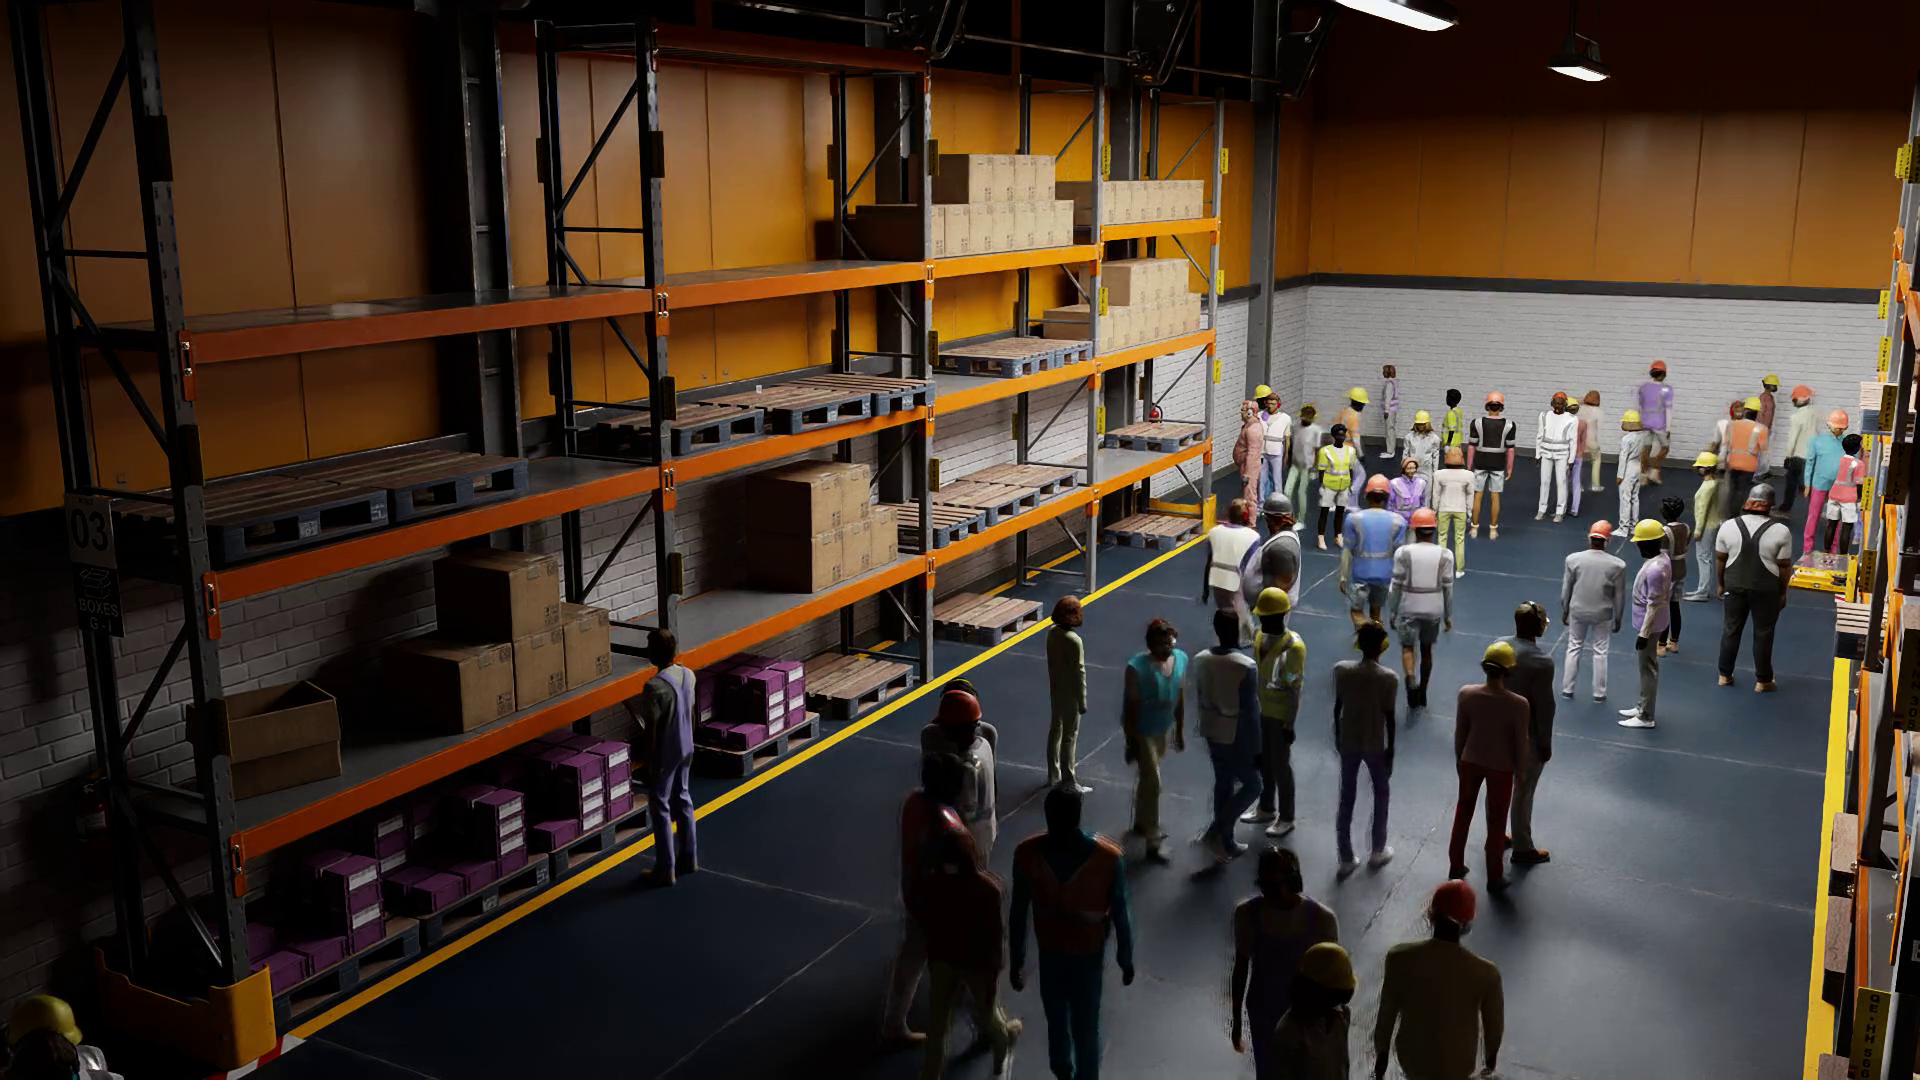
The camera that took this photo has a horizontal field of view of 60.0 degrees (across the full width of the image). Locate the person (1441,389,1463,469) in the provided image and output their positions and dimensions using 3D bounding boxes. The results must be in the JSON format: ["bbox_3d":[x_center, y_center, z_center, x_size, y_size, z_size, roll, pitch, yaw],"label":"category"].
[{"bbox_3d":[7.516,-1.466,25.450,0.316,1.695,0.541,7,14,27],"label":"person"}]

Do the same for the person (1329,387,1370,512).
[{"bbox_3d":[5.691,-1.293,24.250,0.628,1.882,0.617,0,13,1],"label":"person"}]

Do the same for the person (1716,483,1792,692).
[{"bbox_3d":[7.709,0.439,16.144,0.672,2.000,0.536,11,17,40],"label":"person"}]

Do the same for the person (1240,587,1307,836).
[{"bbox_3d":[2.380,1.282,12.648,0.398,1.921,0.596,-5,14,-23],"label":"person"}]

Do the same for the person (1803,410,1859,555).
[{"bbox_3d":[11.139,-0.687,21.304,0.608,1.989,0.387,4,13,18],"label":"person"}]

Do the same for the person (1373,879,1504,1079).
[{"bbox_3d":[2.308,2.436,7.969,0.556,1.695,0.941,10,16,37],"label":"person"}]

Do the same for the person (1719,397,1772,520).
[{"bbox_3d":[10.915,-1.037,23.054,0.726,1.899,0.602,-9,15,-34],"label":"person"}]

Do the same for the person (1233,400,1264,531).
[{"bbox_3d":[3.922,-0.957,22.698,0.410,1.909,0.643,3,13,12],"label":"person"}]

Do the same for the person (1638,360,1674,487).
[{"bbox_3d":[11.033,-1.838,26.380,0.429,2.016,0.624,-9,16,-36],"label":"person"}]

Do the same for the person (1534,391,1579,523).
[{"bbox_3d":[8.527,-1.194,23.826,0.575,1.880,0.358,10,16,37],"label":"person"}]

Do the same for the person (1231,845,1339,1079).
[{"bbox_3d":[1.606,2.334,8.153,0.560,1.816,0.559,3,13,13],"label":"person"}]

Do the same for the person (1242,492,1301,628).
[{"bbox_3d":[2.916,0.552,15.640,0.539,2.000,0.689,2,13,11],"label":"person"}]

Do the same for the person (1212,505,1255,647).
[{"bbox_3d":[2.934,0.414,17.276,0.874,1.588,0.523,-7,14,-27],"label":"person"}]

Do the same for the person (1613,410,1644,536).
[{"bbox_3d":[9.198,-0.920,22.920,0.485,1.737,0.322,-11,16,-39],"label":"person"}]

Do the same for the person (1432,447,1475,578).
[{"bbox_3d":[6.078,-0.339,20.541,0.500,1.636,0.284,3,13,13],"label":"person"}]

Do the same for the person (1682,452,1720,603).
[{"bbox_3d":[8.676,-0.153,19.428,0.340,1.762,0.525,8,15,32],"label":"person"}]

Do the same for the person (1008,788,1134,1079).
[{"bbox_3d":[0.568,2.180,8.687,0.626,1.890,0.614,4,13,18],"label":"person"}]

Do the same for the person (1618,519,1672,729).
[{"bbox_3d":[6.194,0.753,15.014,0.380,1.919,0.585,6,14,25],"label":"person"}]

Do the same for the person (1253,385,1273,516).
[{"bbox_3d":[4.423,-1.304,24.224,0.379,1.918,0.585,4,13,16],"label":"person"}]

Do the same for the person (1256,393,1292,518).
[{"bbox_3d":[4.494,-1.215,24.017,0.559,1.836,0.394,7,15,30],"label":"person"}]

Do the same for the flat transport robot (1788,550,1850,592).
[{"bbox_3d":[10.652,0.374,20.430,0.652,0.197,1.431,9,15,34],"label":"flat transport robot"}]

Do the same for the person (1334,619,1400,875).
[{"bbox_3d":[2.922,1.468,11.991,0.517,1.838,0.706,8,15,31],"label":"person"}]

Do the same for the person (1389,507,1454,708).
[{"bbox_3d":[4.297,0.658,15.457,0.568,1.912,0.637,2,13,7],"label":"person"}]

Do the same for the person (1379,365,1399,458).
[{"bbox_3d":[7.516,-2.253,29.131,0.318,1.631,0.514,4,13,19],"label":"person"}]

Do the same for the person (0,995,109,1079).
[{"bbox_3d":[-3.608,2.664,6.670,0.403,1.825,0.591,6,14,26],"label":"person"}]

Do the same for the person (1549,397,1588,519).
[{"bbox_3d":[8.788,-1.181,24.037,0.524,1.759,0.328,-5,13,-20],"label":"person"}]

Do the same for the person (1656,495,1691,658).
[{"bbox_3d":[7.322,0.373,17.217,0.540,1.695,0.317,-9,16,-36],"label":"person"}]

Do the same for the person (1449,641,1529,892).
[{"bbox_3d":[3.727,1.575,11.710,0.525,1.759,0.359,11,17,42],"label":"person"}]

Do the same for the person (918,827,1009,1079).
[{"bbox_3d":[0.028,2.282,8.942,0.519,1.607,0.756,6,14,26],"label":"person"}]

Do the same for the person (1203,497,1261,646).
[{"bbox_3d":[2.627,0.502,16.417,0.582,1.808,0.726,10,16,37],"label":"person"}]

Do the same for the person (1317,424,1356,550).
[{"bbox_3d":[4.984,-0.708,22.055,0.536,1.696,0.322,-3,13,-14],"label":"person"}]

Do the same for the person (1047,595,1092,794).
[{"bbox_3d":[0.871,1.242,13.461,0.285,1.636,0.500,-6,14,-26],"label":"person"}]

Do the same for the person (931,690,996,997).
[{"bbox_3d":[0.021,1.839,10.135,0.385,1.929,0.543,3,13,11],"label":"person"}]

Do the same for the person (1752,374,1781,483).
[{"bbox_3d":[12.965,-1.793,26.785,0.342,1.759,0.527,12,17,43],"label":"person"}]

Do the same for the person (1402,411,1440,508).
[{"bbox_3d":[6.315,-0.909,22.852,0.492,1.742,0.319,4,13,19],"label":"person"}]

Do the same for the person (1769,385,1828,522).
[{"bbox_3d":[12.091,-1.228,23.782,0.619,1.972,0.841,-11,16,-39],"label":"person"}]

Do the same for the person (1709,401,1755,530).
[{"bbox_3d":[10.801,-1.048,23.297,0.576,1.823,0.597,-3,13,-13],"label":"person"}]

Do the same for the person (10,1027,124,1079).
[{"bbox_3d":[-3.421,2.720,6.381,0.429,1.842,0.632,12,17,42],"label":"person"}]

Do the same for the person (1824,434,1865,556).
[{"bbox_3d":[11.276,-0.513,21.183,0.316,1.696,0.541,-4,13,-19],"label":"person"}]

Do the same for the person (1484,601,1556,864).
[{"bbox_3d":[4.086,1.388,12.127,0.372,1.940,0.627,-6,14,-24],"label":"person"}]

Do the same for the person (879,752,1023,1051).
[{"bbox_3d":[-0.090,2.060,9.467,0.739,1.824,0.636,-5,14,-22],"label":"person"}]

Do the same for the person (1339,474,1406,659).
[{"bbox_3d":[4.105,0.351,16.568,0.628,2.012,0.675,1,13,3],"label":"person"}]

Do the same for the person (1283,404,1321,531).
[{"bbox_3d":[4.652,-0.979,22.991,0.606,1.818,0.756,12,17,42],"label":"person"}]

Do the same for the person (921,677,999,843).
[{"bbox_3d":[-0.006,1.766,10.612,0.507,1.863,0.329,0,13,-1],"label":"person"}]

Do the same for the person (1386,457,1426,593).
[{"bbox_3d":[5.307,-0.186,19.843,0.515,1.641,0.314,-3,13,-15],"label":"person"}]

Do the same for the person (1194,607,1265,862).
[{"bbox_3d":[1.946,1.430,12.025,0.529,1.900,0.654,-9,15,-35],"label":"person"}]

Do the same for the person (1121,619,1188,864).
[{"bbox_3d":[1.441,1.445,12.220,0.586,1.794,0.743,-11,17,-41],"label":"person"}]

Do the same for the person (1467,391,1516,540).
[{"bbox_3d":[7.229,-1.012,22.679,0.611,2.030,0.410,3,13,14],"label":"person"}]

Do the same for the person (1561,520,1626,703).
[{"bbox_3d":[6.007,0.668,15.794,0.580,1.742,0.363,7,14,29],"label":"person"}]

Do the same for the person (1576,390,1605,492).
[{"bbox_3d":[9.855,-1.540,25.984,0.675,1.610,0.503,-11,16,-39],"label":"person"}]

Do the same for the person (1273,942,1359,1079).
[{"bbox_3d":[1.552,2.570,7.298,0.483,1.737,0.331,-11,16,-39],"label":"person"}]

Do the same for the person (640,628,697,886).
[{"bbox_3d":[-2.060,1.521,11.779,0.351,1.834,0.518,7,14,27],"label":"person"}]
